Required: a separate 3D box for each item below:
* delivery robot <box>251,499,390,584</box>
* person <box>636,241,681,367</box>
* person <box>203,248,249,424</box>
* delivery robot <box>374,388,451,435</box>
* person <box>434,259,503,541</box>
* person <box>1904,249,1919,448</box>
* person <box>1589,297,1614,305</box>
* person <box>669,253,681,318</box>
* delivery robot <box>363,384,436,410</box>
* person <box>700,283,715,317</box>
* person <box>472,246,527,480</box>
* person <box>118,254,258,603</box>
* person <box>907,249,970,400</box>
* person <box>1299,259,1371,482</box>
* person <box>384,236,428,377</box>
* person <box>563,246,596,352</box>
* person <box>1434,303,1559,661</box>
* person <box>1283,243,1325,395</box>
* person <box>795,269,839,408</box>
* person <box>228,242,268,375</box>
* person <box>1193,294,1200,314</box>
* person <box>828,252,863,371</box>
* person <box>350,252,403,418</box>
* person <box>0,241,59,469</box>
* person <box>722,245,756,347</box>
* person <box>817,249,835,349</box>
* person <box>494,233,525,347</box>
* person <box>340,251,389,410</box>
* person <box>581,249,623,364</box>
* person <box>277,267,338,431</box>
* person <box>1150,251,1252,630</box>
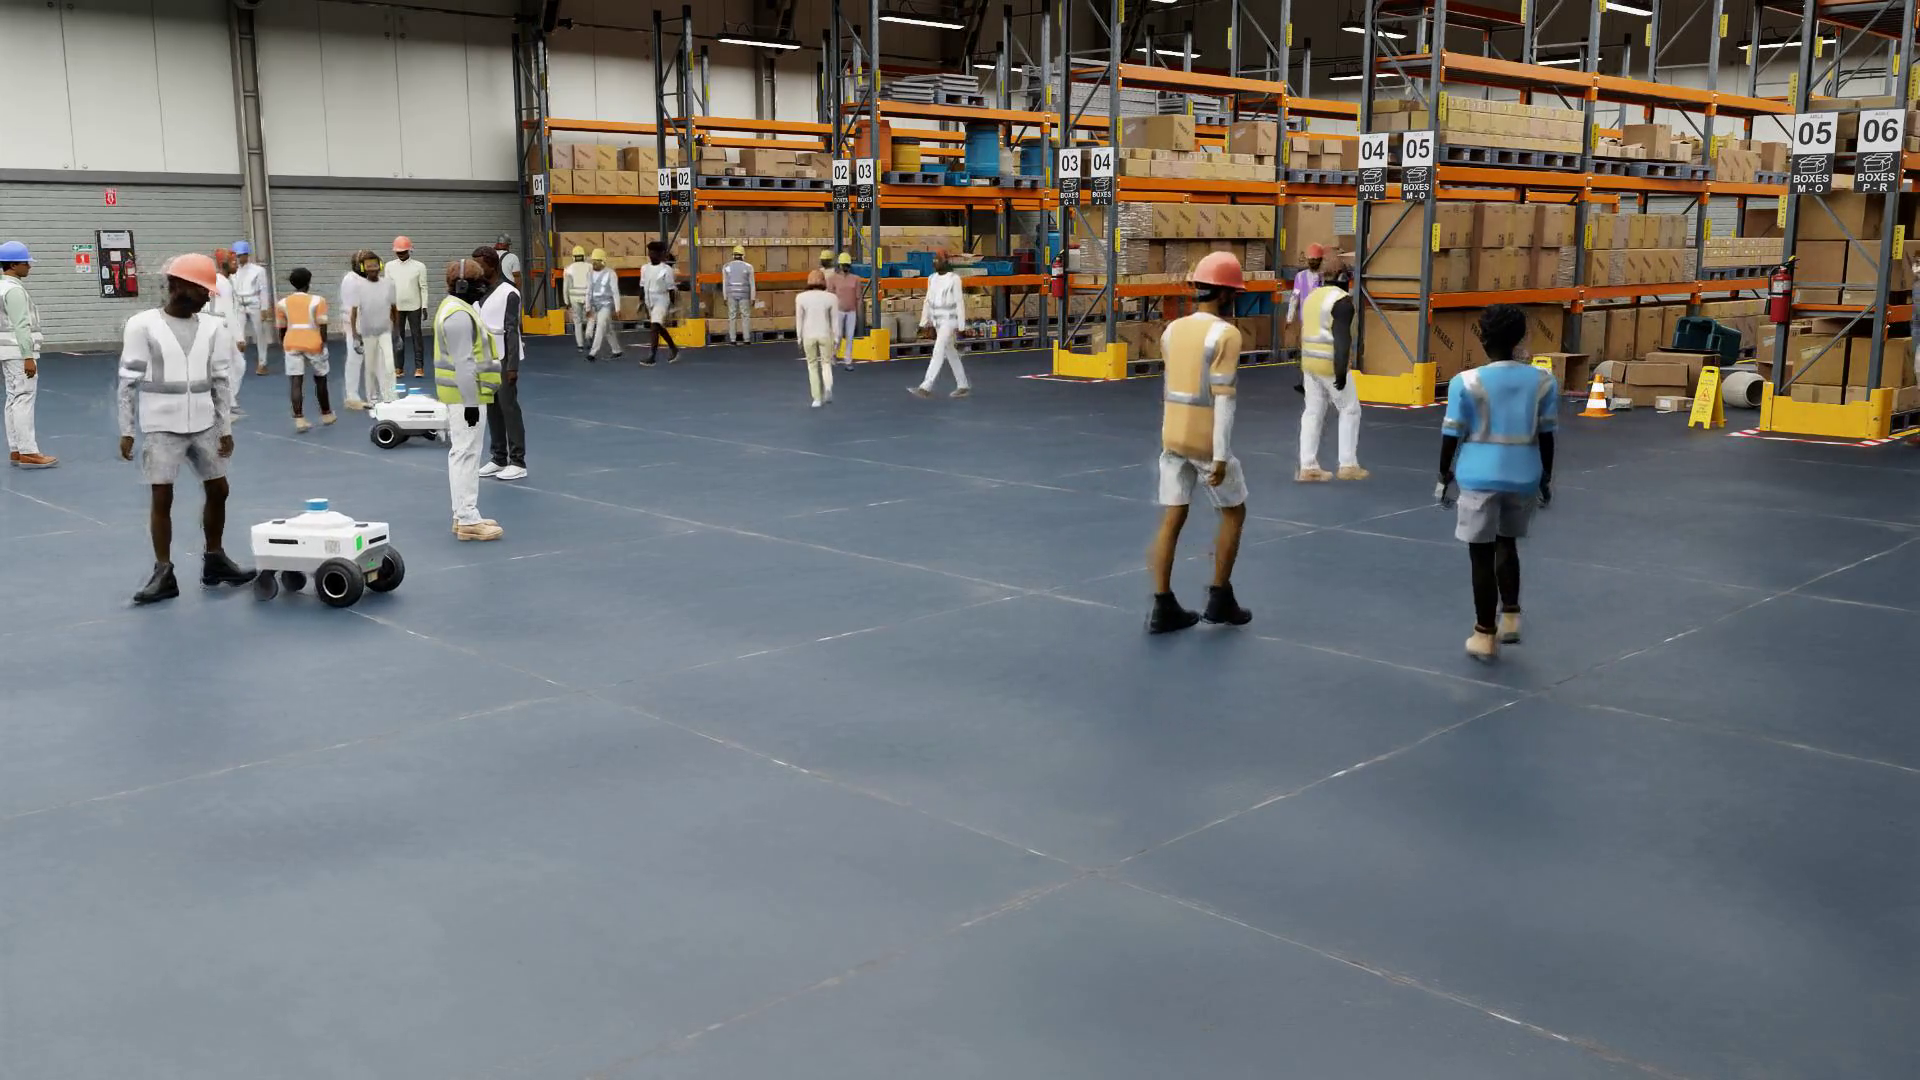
[{"bbox_3d":[-3.563,0.013,9.270,0.707,0.478,0.477,2,11,12],"label":"delivery robot"},{"bbox_3d":[-4.674,-3.702,25.945,0.594,1.932,0.989,7,13,34],"label":"person"},{"bbox_3d":[-7.879,-2.190,17.859,0.600,1.860,0.657,-7,12,-33],"label":"person"},{"bbox_3d":[-5.230,-1.216,15.976,0.707,0.478,0.477,-1,10,-5],"label":"delivery robot"},{"bbox_3d":[-3.268,-0.938,11.086,0.429,1.841,0.633,-4,11,-20],"label":"person"},{"bbox_3d":[9.248,-1.820,15.707,0.572,1.914,0.655,0,10,0],"label":"person"},{"bbox_3d":[11.380,-4.334,29.493,0.999,1.887,0.584,-8,13,-37],"label":"person"},{"bbox_3d":[-5.515,-4.688,31.991,0.536,1.669,0.737,8,13,36],"label":"person"},{"bbox_3d":[-5.525,-1.428,16.422,0.698,0.223,0.335,-8,13,-37],"label":"delivery robot"},{"bbox_3d":[-5.284,-5.192,34.911,0.704,1.608,0.502,-9,14,-42],"label":"person"},{"bbox_3d":[-3.846,-1.475,13.834,0.591,1.913,0.379,8,13,37],"label":"person"},{"bbox_3d":[-4.330,-0.622,9.239,0.402,1.898,0.742,9,14,39],"label":"person"},{"bbox_3d":[-0.245,-2.633,20.353,0.999,1.829,0.577,-7,12,-33],"label":"person"},{"bbox_3d":[3.080,-1.376,13.580,0.705,1.802,0.697,-4,11,-19],"label":"person"},{"bbox_3d":[-7.863,-3.304,23.597,0.608,1.985,0.394,-1,10,-3],"label":"person"},{"bbox_3d":[-6.521,-4.148,28.632,0.624,1.819,0.413,-2,11,-9],"label":"person"},{"bbox_3d":[2.521,-0.275,7.877,0.555,1.682,0.404,-1,10,-8],"label":"person"},{"bbox_3d":[4.371,-2.758,20.859,0.568,1.885,0.972,9,14,41],"label":"person"},{"bbox_3d":[-1.662,-2.349,19.403,0.497,1.615,0.418,-2,11,-10],"label":"person"},{"bbox_3d":[-10.160,-3.276,23.664,0.625,1.895,0.984,0,10,0],"label":"person"},{"bbox_3d":[4.306,-4.330,29.347,0.388,1.926,0.590,-4,11,-22],"label":"person"},{"bbox_3d":[-1.704,-3.402,24.775,0.525,1.755,0.358,-4,11,-20],"label":"person"},{"bbox_3d":[-6.335,-2.214,18.111,0.548,1.811,0.970,-5,12,-26],"label":"person"},{"bbox_3d":[-8.163,-1.609,14.452,0.394,1.946,0.618,-9,14,-41],"label":"person"},{"bbox_3d":[-3.989,-4.402,30.047,0.596,1.818,0.403,0,10,0],"label":"person"},{"bbox_3d":[-2.315,-4.295,29.629,0.608,1.748,0.537,-8,13,-37],"label":"person"},{"bbox_3d":[-8.164,-4.474,29.940,0.687,2.000,0.535,3,11,15],"label":"person"},{"bbox_3d":[-6.747,-2.401,19.115,0.798,1.815,0.655,1,10,6],"label":"person"},{"bbox_3d":[-5.673,-3.699,26.303,0.608,1.783,0.957,7,13,34],"label":"person"},{"bbox_3d":[-6.769,-1.986,17.262,0.554,1.658,0.794,0,10,-1],"label":"person"},{"bbox_3d":[1.257,-0.497,8.475,0.690,1.908,0.554,-8,13,-38],"label":"person"}]
